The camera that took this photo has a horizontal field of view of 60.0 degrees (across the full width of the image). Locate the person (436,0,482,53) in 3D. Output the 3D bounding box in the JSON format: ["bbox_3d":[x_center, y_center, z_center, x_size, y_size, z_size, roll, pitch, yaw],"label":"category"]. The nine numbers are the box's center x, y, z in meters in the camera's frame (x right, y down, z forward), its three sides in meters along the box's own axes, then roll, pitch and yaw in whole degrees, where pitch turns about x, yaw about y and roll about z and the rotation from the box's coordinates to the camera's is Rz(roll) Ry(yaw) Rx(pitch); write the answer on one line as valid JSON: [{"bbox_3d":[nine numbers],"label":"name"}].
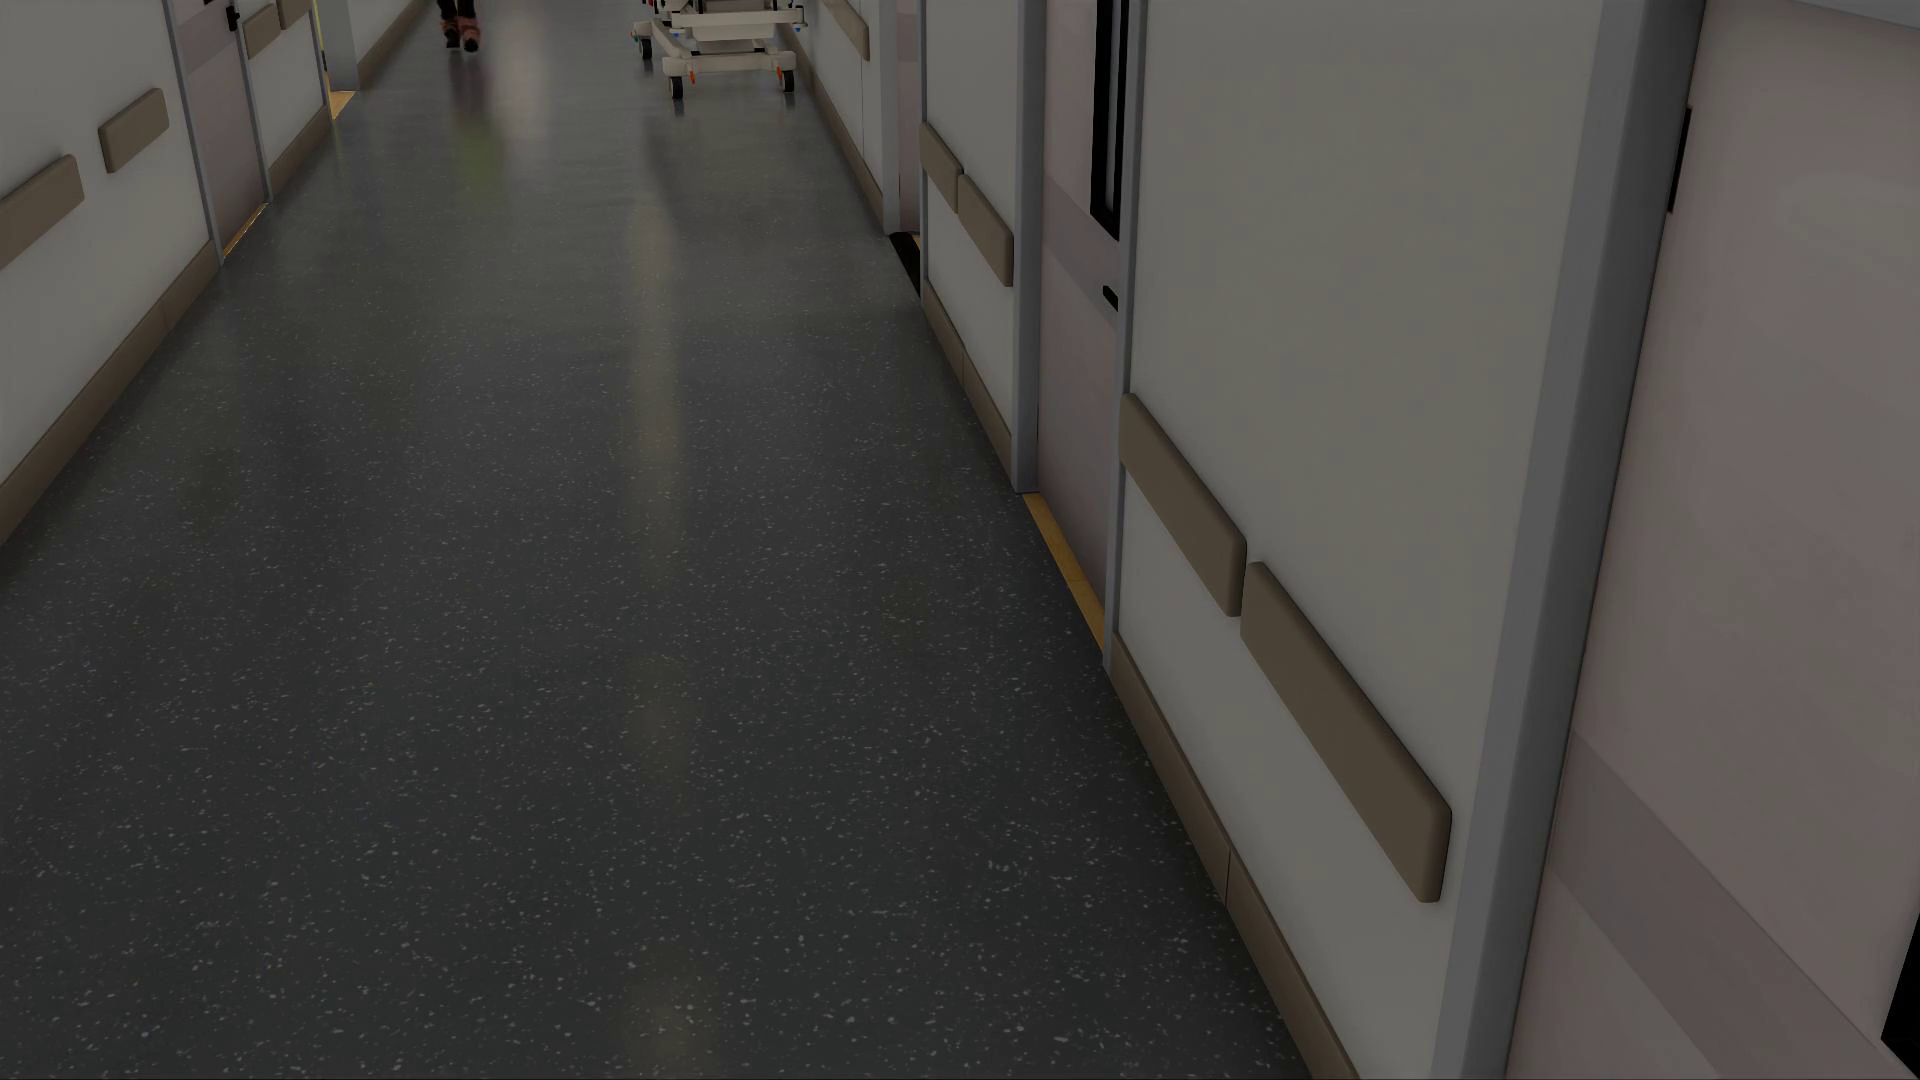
[{"bbox_3d":[-4.375,-5.092,14.121,0.886,1.819,0.740,-4,26,-8],"label":"person"}]
